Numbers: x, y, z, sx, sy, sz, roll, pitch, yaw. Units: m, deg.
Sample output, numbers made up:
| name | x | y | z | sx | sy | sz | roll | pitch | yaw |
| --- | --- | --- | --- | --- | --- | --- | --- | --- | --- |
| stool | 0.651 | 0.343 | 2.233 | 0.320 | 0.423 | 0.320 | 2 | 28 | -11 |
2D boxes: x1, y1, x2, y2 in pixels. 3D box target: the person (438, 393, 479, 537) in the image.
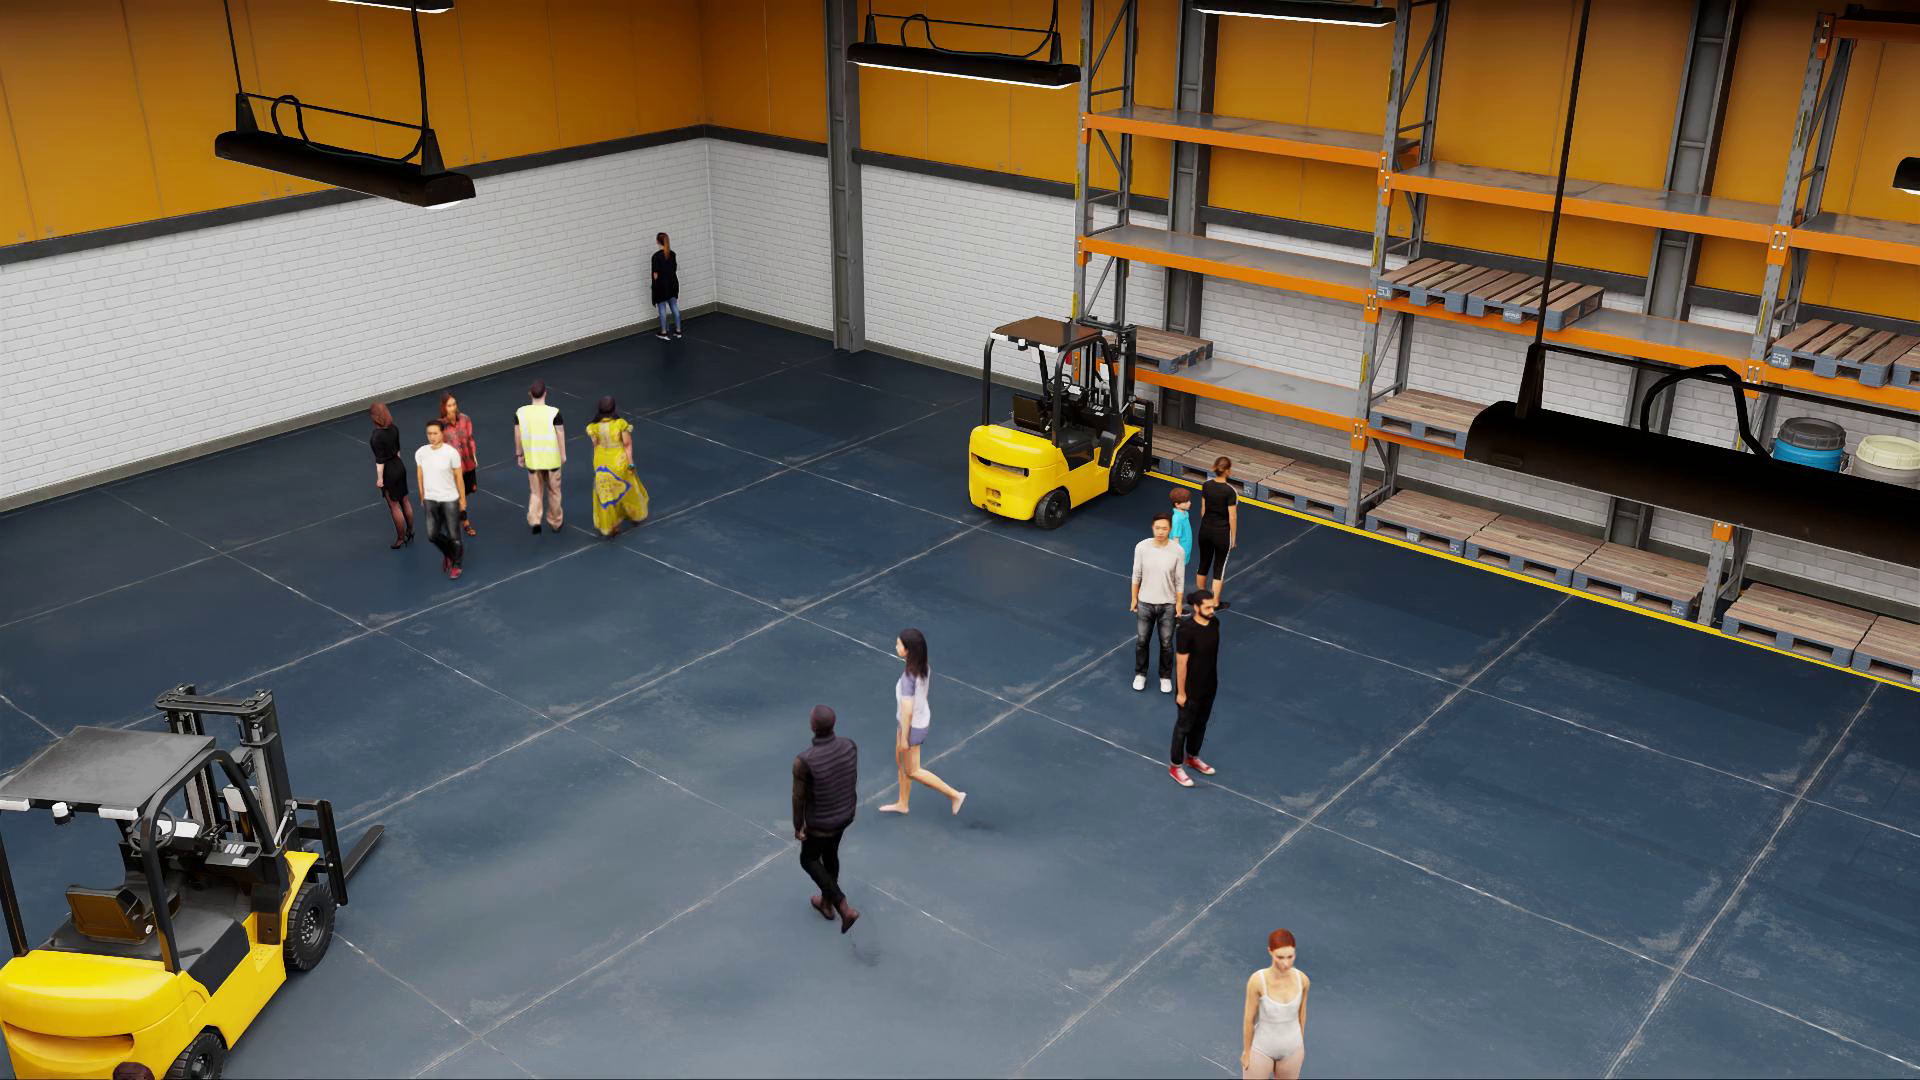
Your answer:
| name | x | y | z | sx | sy | sz | roll | pitch | yaw |
| --- | --- | --- | --- | --- | --- | --- | --- | --- | --- |
| person | -5.748 | -0.887 | 18.911 | 0.661 | 1.686 | 0.854 | -22 | 32 | -40 |

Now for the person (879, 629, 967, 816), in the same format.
| name | x | y | z | sx | sy | sz | roll | pitch | yaw |
| --- | --- | --- | --- | --- | --- | --- | --- | --- | --- |
| person | -0.298 | 1.512 | 13.392 | 1.056 | 1.711 | 0.858 | 6 | 24 | 13 |

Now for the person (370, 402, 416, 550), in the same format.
| name | x | y | z | sx | sy | sz | roll | pitch | yaw |
| --- | --- | --- | --- | --- | --- | --- | --- | --- | --- |
| person | -6.328 | -0.727 | 18.525 | 0.638 | 1.703 | 0.655 | 6 | 24 | 14 |

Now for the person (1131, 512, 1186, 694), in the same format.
| name | x | y | z | sx | sy | sz | roll | pitch | yaw |
| --- | --- | --- | --- | --- | --- | --- | --- | --- | --- |
| person | 1.836 | 0.555 | 15.462 | 0.635 | 1.807 | 0.769 | 5 | 24 | 11 |

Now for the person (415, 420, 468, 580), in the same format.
| name | x | y | z | sx | sy | sz | roll | pitch | yaw |
| --- | --- | --- | --- | --- | --- | --- | --- | --- | --- |
| person | -5.520 | -0.469 | 17.822 | 0.801 | 1.793 | 0.867 | 0 | 24 | -1 |

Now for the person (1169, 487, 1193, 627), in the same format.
| name | x | y | z | sx | sy | sz | roll | pitch | yaw |
| --- | --- | --- | --- | --- | --- | --- | --- | --- | --- |
| person | 2.204 | 0.142 | 16.854 | 0.588 | 1.449 | 0.584 | 7 | 25 | 16 |

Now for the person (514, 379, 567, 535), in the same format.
| name | x | y | z | sx | sy | sz | roll | pitch | yaw |
| --- | --- | --- | --- | --- | --- | --- | --- | --- | --- |
| person | -4.703 | -0.884 | 18.728 | 0.989 | 1.827 | 1.044 | -1 | 24 | -3 |

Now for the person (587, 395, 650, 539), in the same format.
| name | x | y | z | sx | sy | sz | roll | pitch | yaw |
| --- | --- | --- | --- | --- | --- | --- | --- | --- | --- |
| person | -3.940 | -0.801 | 18.780 | 1.215 | 1.634 | 1.183 | 3 | 24 | 6 |

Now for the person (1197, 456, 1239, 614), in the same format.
| name | x | y | z | sx | sy | sz | roll | pitch | yaw |
| --- | --- | --- | --- | --- | --- | --- | --- | --- | --- |
| person | 2.623 | -0.068 | 17.061 | 0.475 | 1.668 | 0.647 | 21 | 31 | 40 |

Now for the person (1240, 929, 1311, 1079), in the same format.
| name | x | y | z | sx | sy | sz | roll | pitch | yaw |
| --- | --- | --- | --- | --- | --- | --- | --- | --- | --- |
| person | 1.878 | 3.038 | 9.985 | 0.615 | 1.644 | 0.654 | -5 | 24 | -11 |

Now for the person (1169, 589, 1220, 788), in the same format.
| name | x | y | z | sx | sy | sz | roll | pitch | yaw |
| --- | --- | --- | --- | --- | --- | --- | --- | --- | --- |
| person | 1.988 | 1.211 | 14.025 | 0.651 | 1.756 | 0.571 | -20 | 31 | -39 |

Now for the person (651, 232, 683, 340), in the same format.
| name | x | y | z | sx | sy | sz | roll | pitch | yaw |
| --- | --- | --- | --- | --- | --- | --- | --- | --- | --- |
| person | -4.586 | -3.979 | 25.986 | 0.660 | 1.685 | 0.653 | -20 | 30 | -38 |

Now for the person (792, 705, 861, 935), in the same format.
| name | x | y | z | sx | sy | sz | roll | pitch | yaw |
| --- | --- | --- | --- | --- | --- | --- | --- | --- | --- |
| person | -0.919 | 2.046 | 12.031 | 0.816 | 1.823 | 1.008 | -17 | 29 | -34 |
